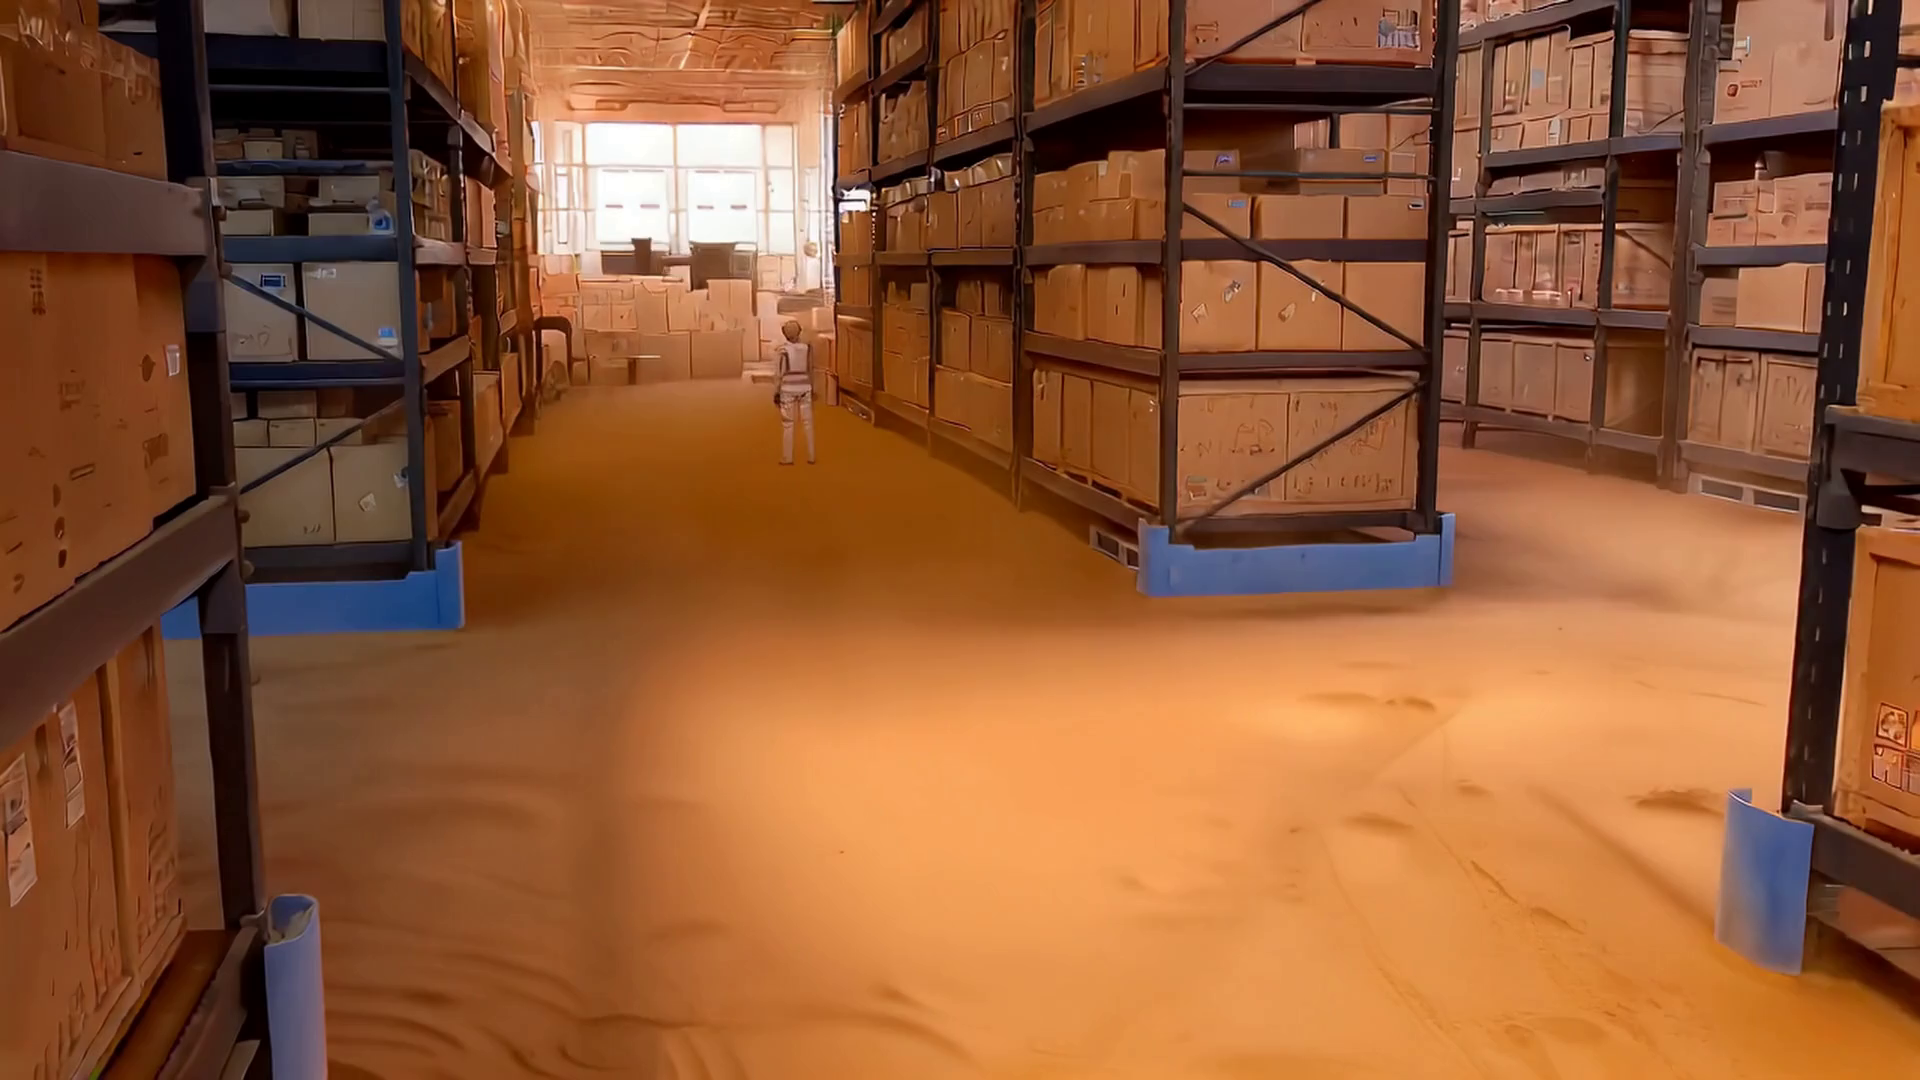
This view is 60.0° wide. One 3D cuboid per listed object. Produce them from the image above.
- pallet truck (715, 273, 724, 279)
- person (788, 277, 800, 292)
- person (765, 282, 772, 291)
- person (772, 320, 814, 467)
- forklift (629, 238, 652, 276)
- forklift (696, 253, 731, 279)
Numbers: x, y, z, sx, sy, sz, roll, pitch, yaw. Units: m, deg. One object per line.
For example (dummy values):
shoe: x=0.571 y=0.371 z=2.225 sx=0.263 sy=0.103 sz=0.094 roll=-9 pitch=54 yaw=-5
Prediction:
pallet truck: x=-8.580 y=-8.986 z=62.280 sx=1.885 sy=1.965 sz=0.823 roll=1 pitch=9 yaw=5
person: x=-6.064 y=-8.643 z=60.591 sx=0.594 sy=1.866 sz=0.552 roll=9 pitch=13 yaw=43
person: x=-7.681 y=-9.572 z=66.981 sx=0.386 sy=1.622 sz=0.538 roll=-3 pitch=10 yaw=-19
person: x=-1.859 y=-1.634 z=18.595 sx=0.514 sy=1.632 sz=0.314 roll=-7 pitch=12 yaw=-36
forklift: x=-6.727 y=-5.011 z=35.366 sx=1.873 sy=2.768 sz=1.129 roll=-2 pitch=10 yaw=-12
forklift: x=-6.419 y=-6.333 z=43.424 sx=1.129 sy=2.768 sz=1.873 roll=-2 pitch=10 yaw=-12
